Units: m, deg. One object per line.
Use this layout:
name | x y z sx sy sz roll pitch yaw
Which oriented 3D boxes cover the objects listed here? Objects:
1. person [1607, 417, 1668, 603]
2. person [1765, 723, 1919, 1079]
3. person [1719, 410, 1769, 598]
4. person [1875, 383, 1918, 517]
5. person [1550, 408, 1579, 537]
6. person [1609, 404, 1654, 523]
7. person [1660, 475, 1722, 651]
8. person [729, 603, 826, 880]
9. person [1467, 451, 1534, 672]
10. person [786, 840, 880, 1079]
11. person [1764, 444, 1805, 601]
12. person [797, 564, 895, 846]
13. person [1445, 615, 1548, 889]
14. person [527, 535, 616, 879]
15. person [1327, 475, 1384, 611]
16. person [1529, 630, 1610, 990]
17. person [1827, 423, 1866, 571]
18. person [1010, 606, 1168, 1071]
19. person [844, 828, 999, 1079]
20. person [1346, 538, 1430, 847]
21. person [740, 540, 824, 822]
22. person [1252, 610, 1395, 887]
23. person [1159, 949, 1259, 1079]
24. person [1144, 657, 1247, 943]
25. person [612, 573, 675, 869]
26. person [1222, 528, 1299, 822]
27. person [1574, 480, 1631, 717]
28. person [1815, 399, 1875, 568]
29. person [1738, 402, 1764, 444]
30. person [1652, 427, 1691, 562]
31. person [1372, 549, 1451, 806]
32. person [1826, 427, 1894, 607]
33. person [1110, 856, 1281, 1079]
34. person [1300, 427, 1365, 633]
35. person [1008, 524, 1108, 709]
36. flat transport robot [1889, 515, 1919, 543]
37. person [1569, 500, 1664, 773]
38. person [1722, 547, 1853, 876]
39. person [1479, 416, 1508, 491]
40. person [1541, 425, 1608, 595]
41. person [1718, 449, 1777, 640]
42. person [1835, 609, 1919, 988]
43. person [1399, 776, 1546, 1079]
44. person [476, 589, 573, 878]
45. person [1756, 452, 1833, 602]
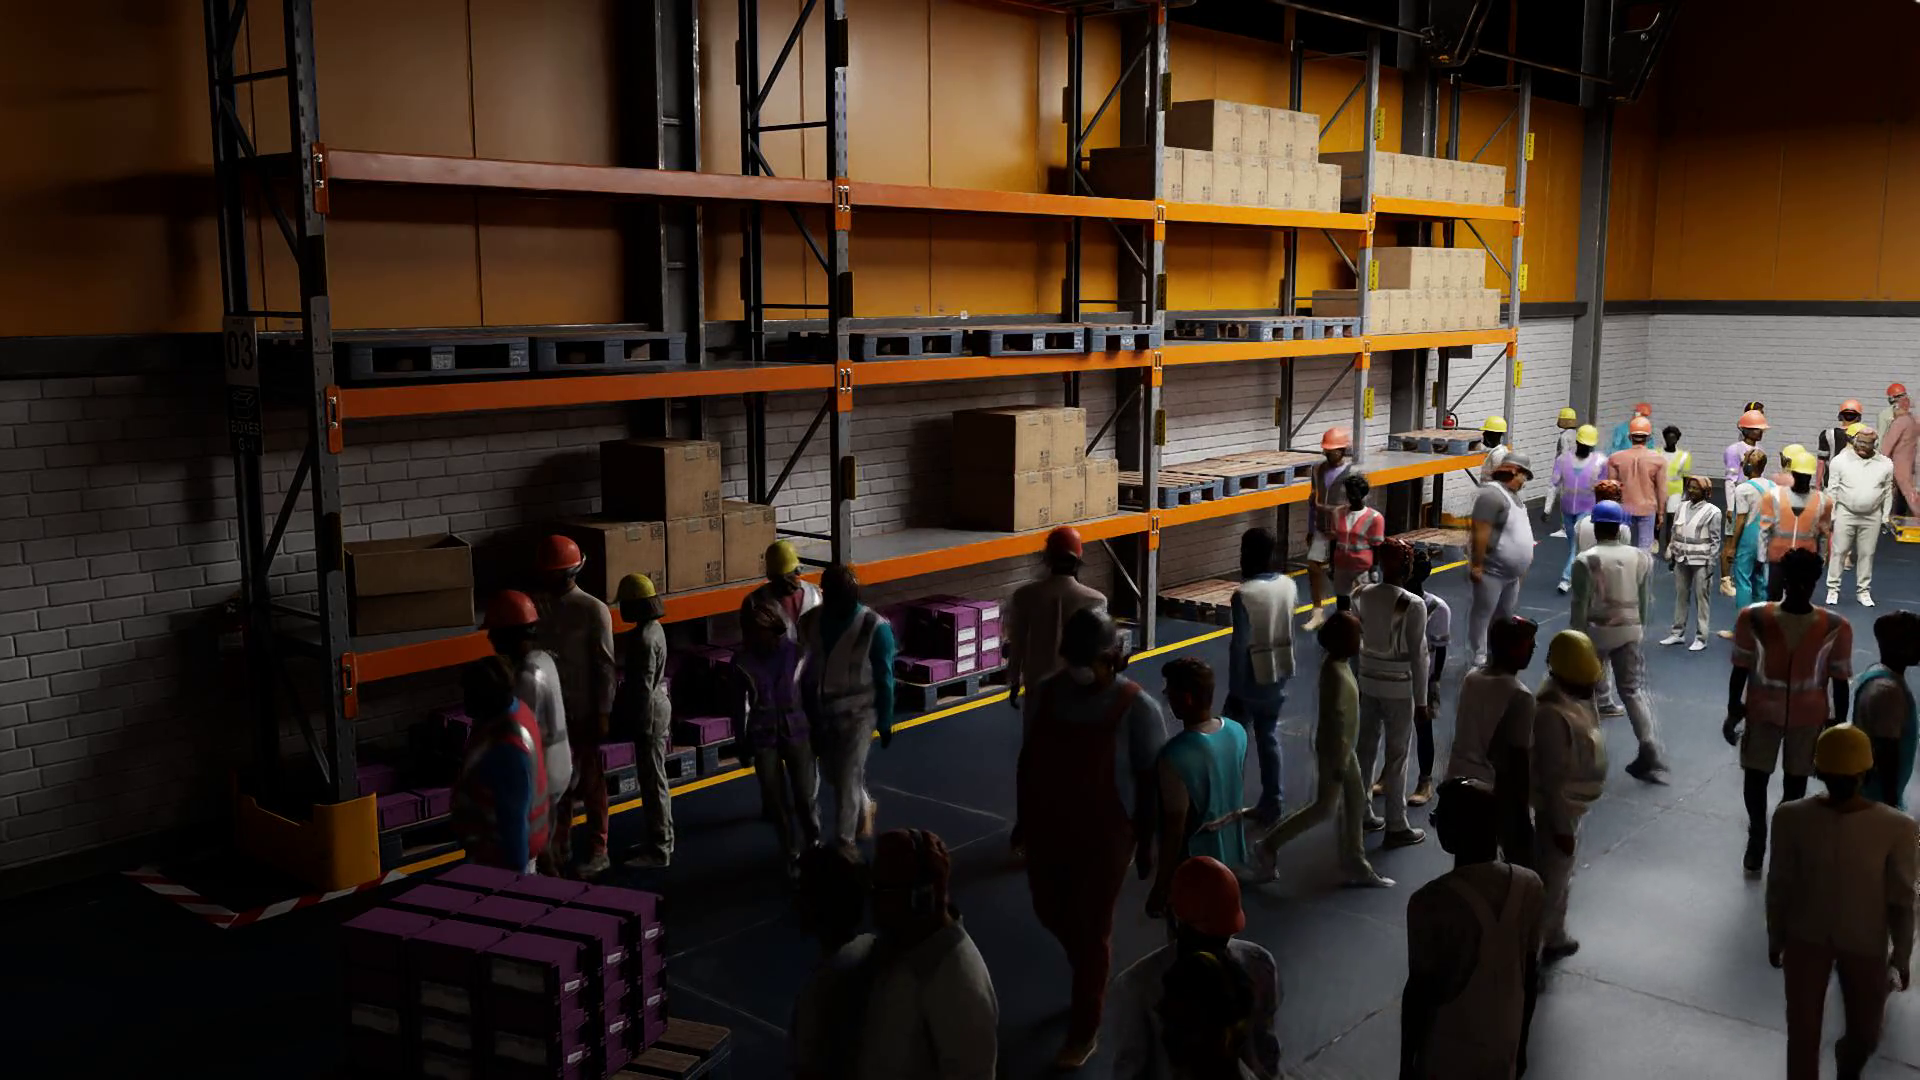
person | 7.215 -0.317 17.763 0.616 1.997 0.373 4 10 26
person | 3.438 1.545 6.523 0.527 1.751 0.607 5 10 29
person | 8.556 -0.393 18.100 0.605 2.045 0.378 -6 11 -33
person | 13.376 -1.253 23.833 0.614 1.987 0.403 -1 9 -8
person | 8.151 -0.909 22.397 0.321 1.743 0.488 7 11 39
person | 9.544 -1.085 23.657 0.645 1.703 0.334 0 9 -3
person | 6.840 0.208 15.515 0.308 1.644 0.510 -5 10 -27
person | -1.039 1.150 9.512 0.545 1.613 0.360 -1 9 -9
person | 4.635 0.198 14.298 0.533 2.000 0.818 7 12 40
person | -0.341 1.789 4.856 0.434 1.832 0.583 3 9 21
person | 8.538 -0.110 17.200 0.327 1.760 0.523 0 9 0
person | -0.660 1.017 9.769 0.622 1.817 0.860 4 10 26
person | 2.592 1.277 8.086 0.426 1.832 0.605 -2 9 -12
person | -2.269 0.952 9.590 0.624 1.990 0.388 5 10 28
person | 3.571 0.251 15.084 0.532 1.691 0.318 8 12 42
person | 2.973 1.280 8.182 0.406 1.781 0.686 5 10 28
person | 10.593 -0.518 19.834 0.343 1.757 0.526 7 11 37
person | 0.562 1.256 7.480 0.699 2.000 0.818 6 11 33
person | -0.132 1.745 4.750 0.400 1.910 0.643 -3 9 -19
person | 2.617 0.919 10.154 0.341 1.882 0.586 -6 11 -35
person | -1.097 0.885 10.614 0.605 1.817 0.403 -5 10 -29
person | 2.066 1.177 9.380 0.747 1.605 0.508 2 9 15
person | 0.609 1.879 4.077 0.439 1.850 0.553 -3 9 -19
person | 1.016 1.411 7.124 0.390 1.840 0.562 7 11 40
person | -1.865 1.053 9.794 0.323 1.730 0.490 -1 9 -8
person | 1.834 0.864 10.475 0.600 1.899 0.549 -7 11 -38
person | 5.082 0.458 13.173 0.364 1.879 0.579 -3 9 -18
person | 10.617 -0.678 19.997 0.618 2.029 0.409 4 10 24
person | 10.314 -0.869 21.726 0.328 1.873 0.517 5 10 29
person | 8.761 -0.591 20.645 0.545 1.655 0.888 4 10 23
person | 2.953 0.891 10.936 0.319 1.696 0.532 -8 12 -42
person | 9.502 -0.241 17.586 0.636 1.903 0.404 3 9 16
person | 0.727 1.786 5.020 0.554 1.743 0.345 -3 9 -21
person | 3.591 -0.081 16.129 0.742 2.024 0.664 -8 12 -42
person | 0.589 0.886 10.119 0.614 1.968 0.925 1 9 4
flat transport robot | 12.801 -0.142 22.175 0.652 0.197 1.431 4 10 24
person | 4.615 0.677 11.733 0.626 1.894 1.006 -2 9 -10
person | 4.670 1.001 9.399 0.640 1.950 0.427 4 10 24
person | 5.999 -0.436 18.744 0.360 1.930 0.589 2 9 16
person | 6.768 -0.333 18.294 0.626 1.867 0.988 7 11 39
person | 7.541 0.050 15.887 0.509 1.846 0.342 -4 10 -26
person | 4.552 1.253 8.212 0.331 1.828 0.564 5 10 28
person | 1.655 1.673 5.460 0.504 1.840 0.344 -3 9 -18
person | -2.149 1.191 8.297 0.453 1.913 0.580 -1 9 -8
person | 7.624 0.123 15.225 0.604 1.905 0.733 4 10 25
